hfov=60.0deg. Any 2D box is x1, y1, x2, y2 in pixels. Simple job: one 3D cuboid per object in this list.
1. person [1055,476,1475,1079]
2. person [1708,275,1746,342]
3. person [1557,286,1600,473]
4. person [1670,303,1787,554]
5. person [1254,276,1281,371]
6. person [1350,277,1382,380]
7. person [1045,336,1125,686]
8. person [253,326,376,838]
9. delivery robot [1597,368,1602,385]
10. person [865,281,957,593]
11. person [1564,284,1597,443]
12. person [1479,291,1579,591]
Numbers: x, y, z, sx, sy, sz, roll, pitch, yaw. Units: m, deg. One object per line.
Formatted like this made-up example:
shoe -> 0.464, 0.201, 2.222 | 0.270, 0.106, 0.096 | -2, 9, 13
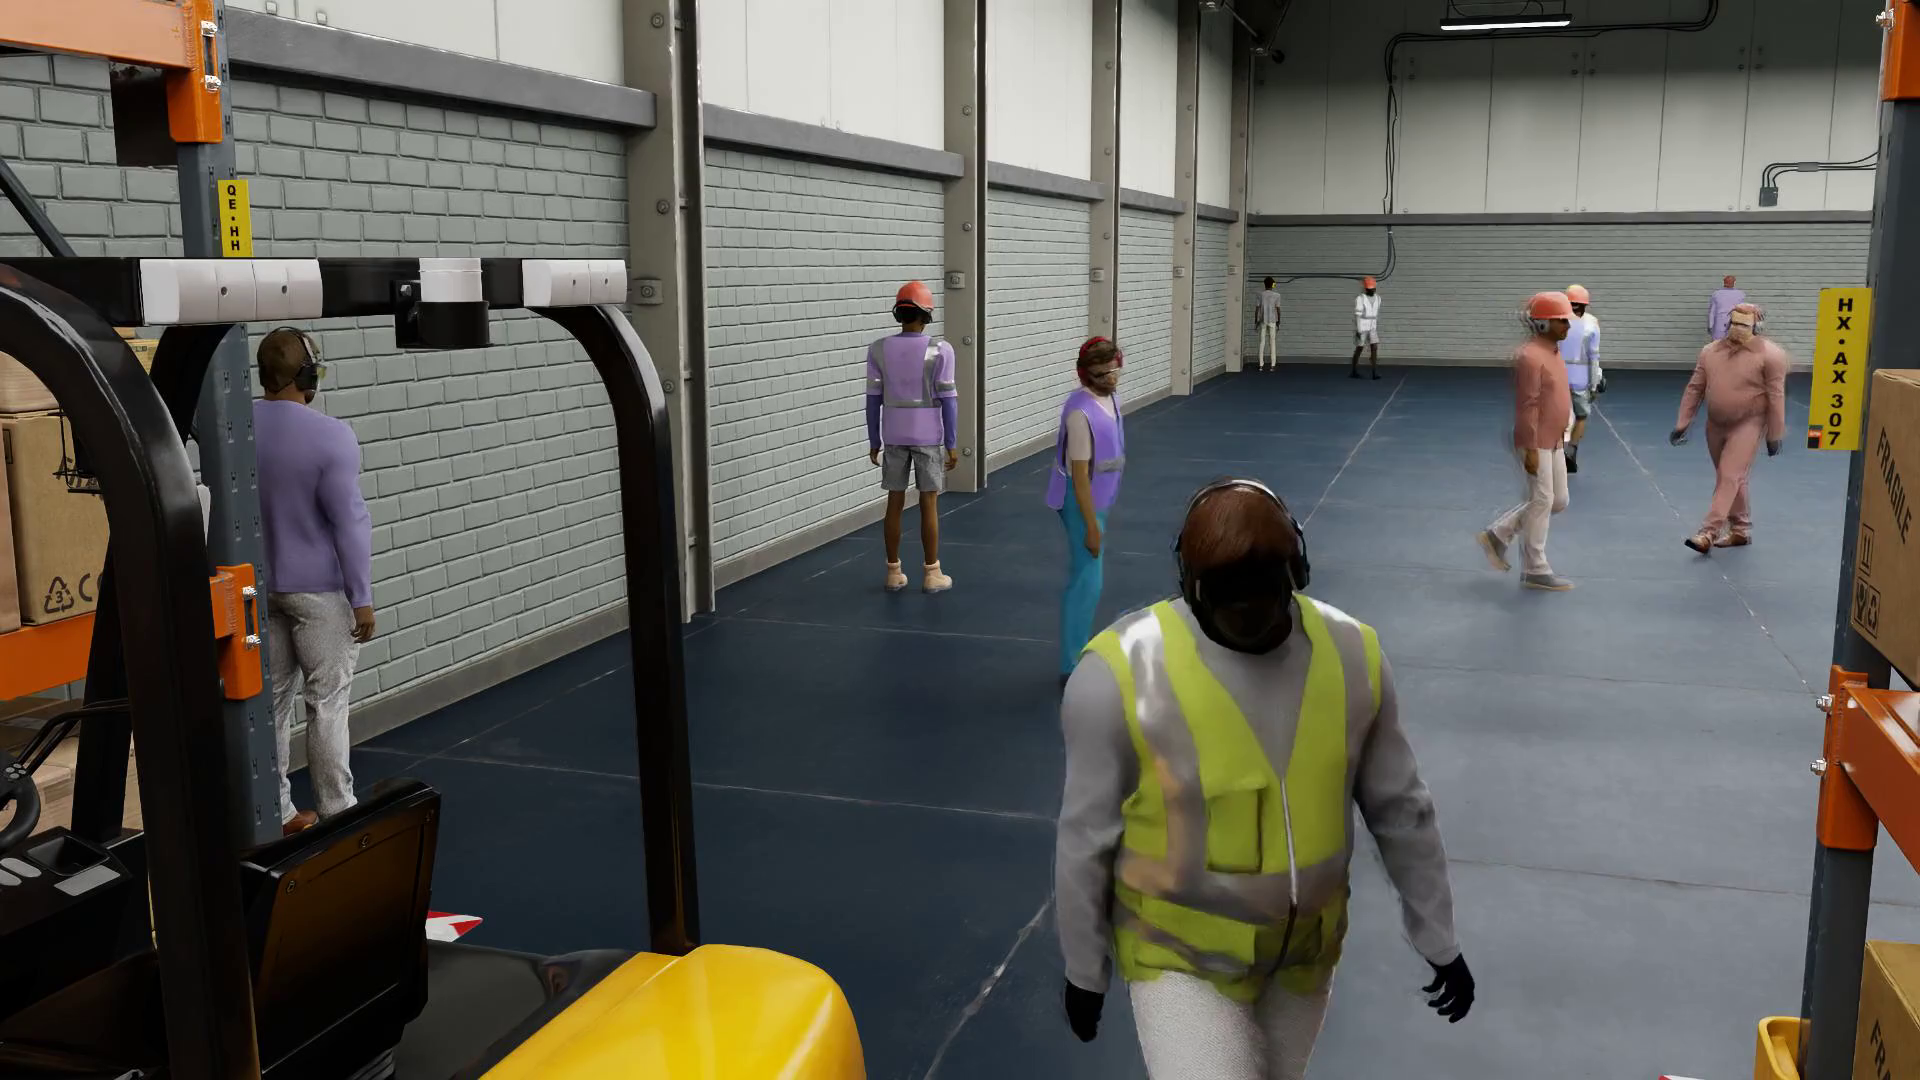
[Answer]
person -> 0.573, 0.777, 3.044 | 0.751, 1.800, 0.732 | -4, 10, -21
person -> 14.605, -4.090, 31.700 | 0.654, 1.904, 0.406 | 3, 10, 17
person -> 6.163, -1.594, 16.814 | 0.541, 1.923, 0.489 | 6, 11, 32
person -> 5.665, -0.817, 12.347 | 1.006, 1.847, 0.672 | -5, 11, -29
person -> 6.113, -4.296, 33.043 | 0.537, 1.865, 0.312 | 3, 10, 17
person -> 7.469, -3.872, 30.451 | 0.567, 1.877, 0.930 | -3, 10, -19
person -> 0.658, -0.143, 8.508 | 0.400, 1.808, 0.740 | 3, 10, 15
person -> -2.419, 0.194, 6.086 | 0.637, 1.936, 0.355 | 3, 10, 17
delivery robot -> 10.392, -2.784, 27.658 | 0.477, 0.478, 0.707 | 0, 10, 0
person -> -0.302, -0.671, 10.933 | 0.616, 2.039, 0.387 | 3, 10, 17
person -> 7.403, -2.149, 20.182 | 0.592, 1.899, 0.834 | 6, 11, 32
person -> 3.802, -0.658, 11.046 | 0.589, 1.977, 0.619 | 8, 12, 38
